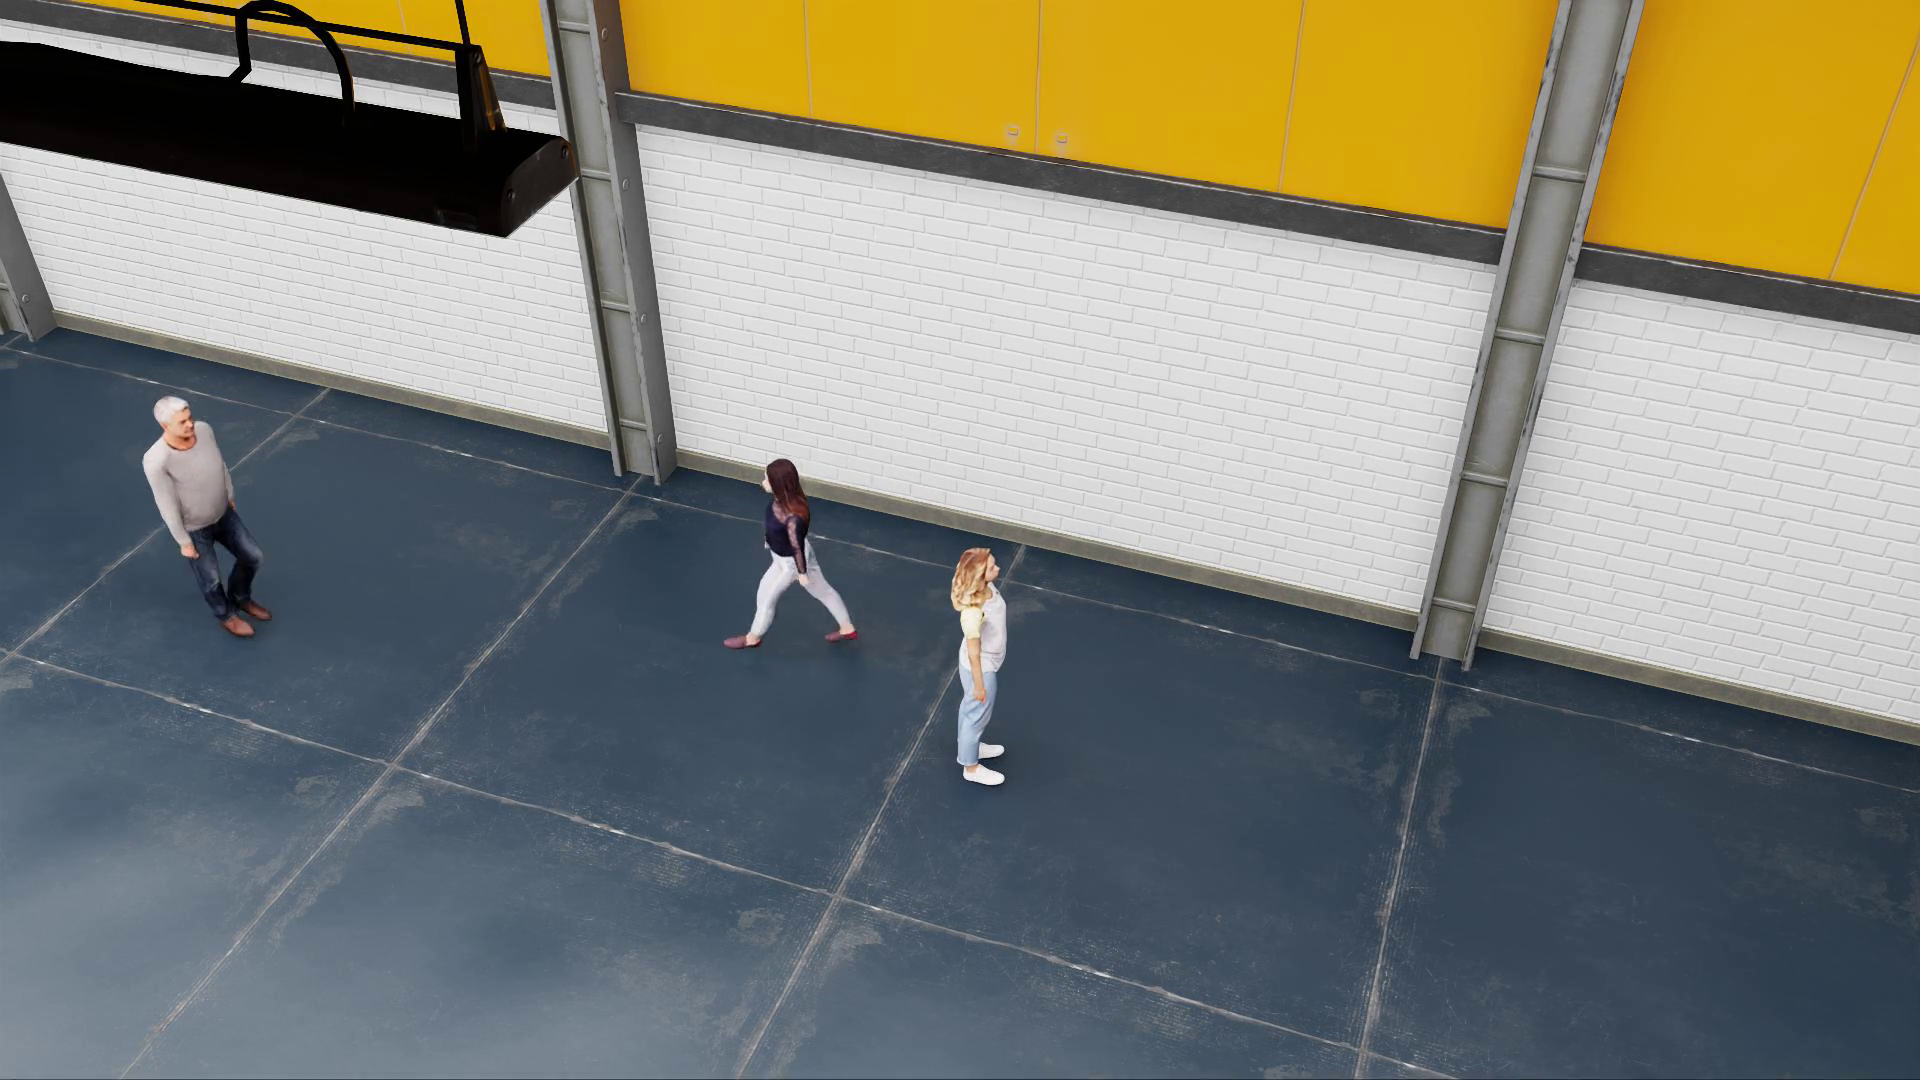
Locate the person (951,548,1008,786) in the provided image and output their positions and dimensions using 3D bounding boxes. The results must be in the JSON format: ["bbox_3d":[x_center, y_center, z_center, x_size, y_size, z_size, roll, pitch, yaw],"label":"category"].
[{"bbox_3d":[0.104,0.731,9.774,0.663,1.723,0.691,1,39,1],"label":"person"}]

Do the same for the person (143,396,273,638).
[{"bbox_3d":[-4.962,-0.156,10.751,0.680,1.891,0.766,17,42,20],"label":"person"}]

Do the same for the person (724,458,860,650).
[{"bbox_3d":[-1.012,0.132,10.660,1.196,1.555,0.865,0,39,1],"label":"person"}]
